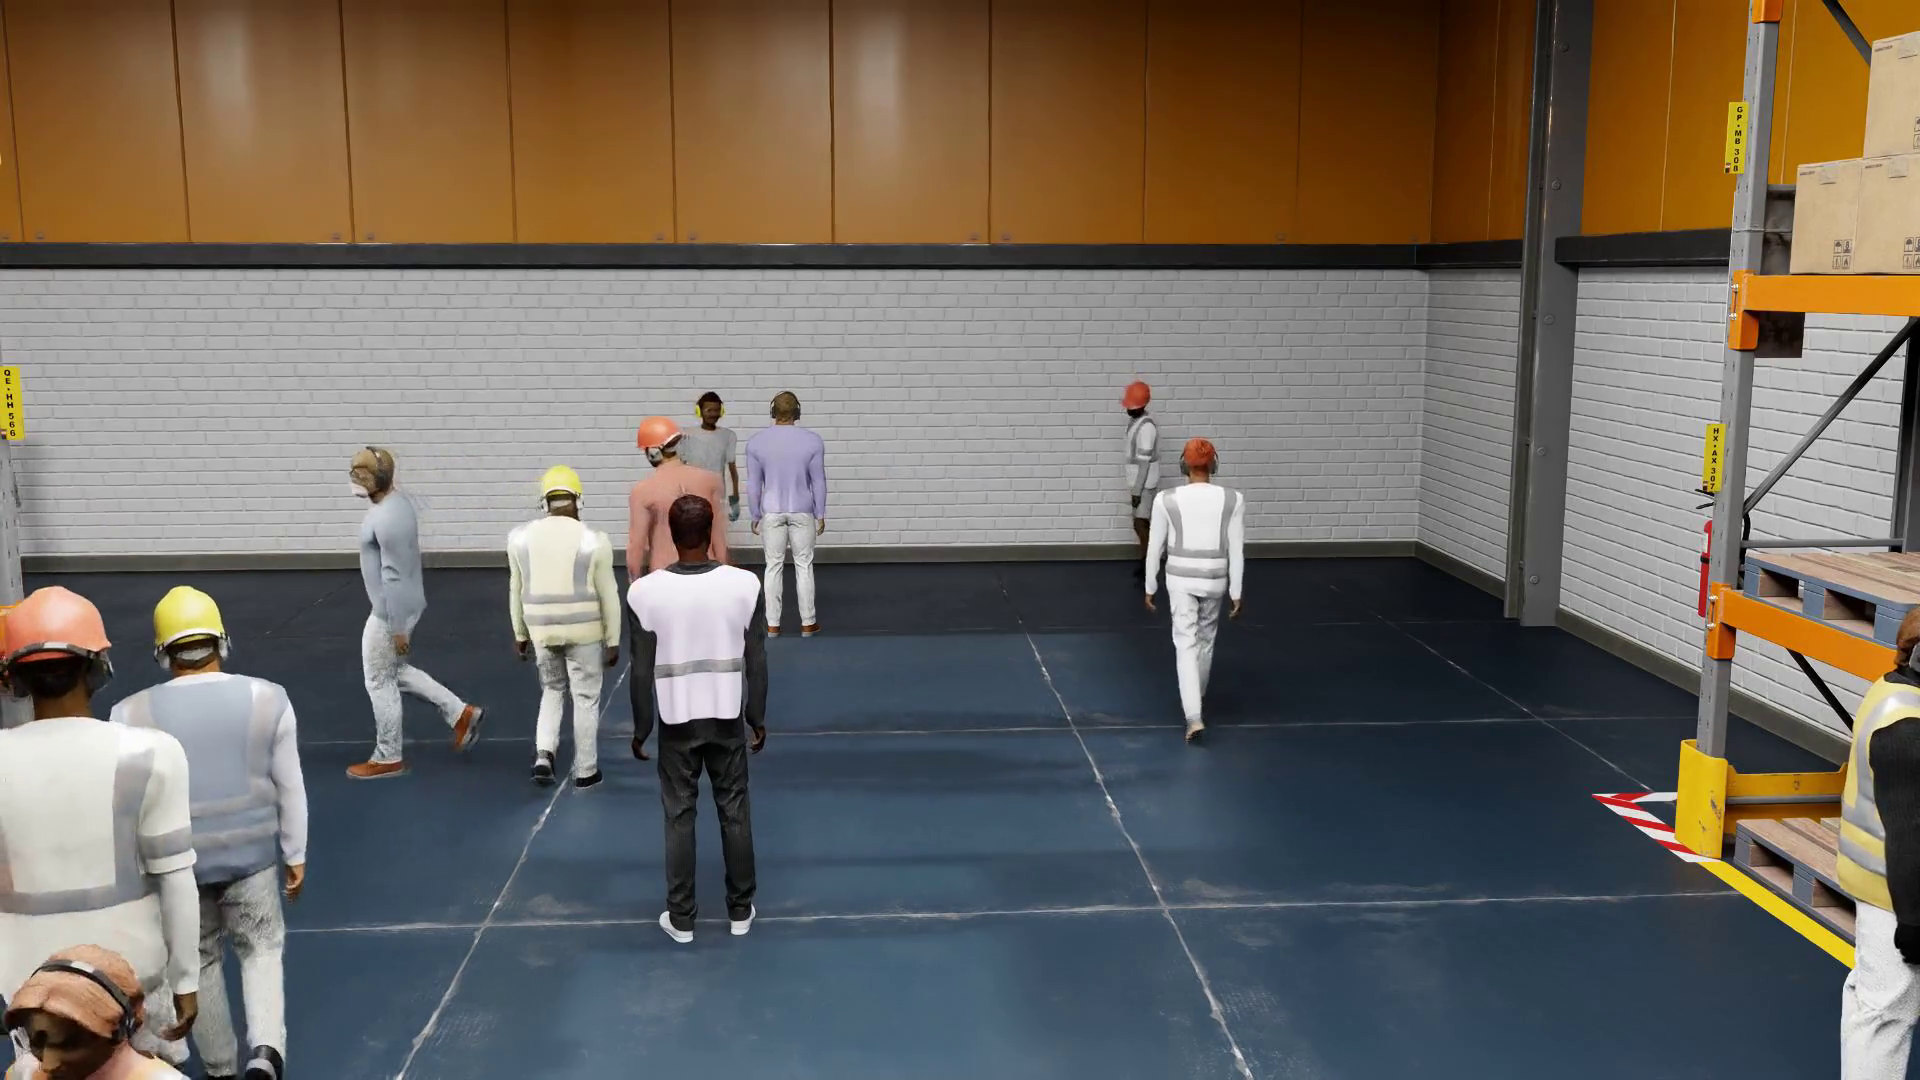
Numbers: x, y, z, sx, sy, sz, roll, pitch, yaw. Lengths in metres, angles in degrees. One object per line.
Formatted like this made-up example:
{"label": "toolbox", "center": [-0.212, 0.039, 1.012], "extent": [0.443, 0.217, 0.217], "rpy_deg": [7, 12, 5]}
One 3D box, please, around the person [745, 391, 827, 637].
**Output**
{"label": "person", "center": [-1.352, -0.197, 13.020], "extent": [0.628, 1.940, 0.373], "rpy_deg": [0, 9, 0]}

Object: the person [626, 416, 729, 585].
{"label": "person", "center": [-1.772, 0.208, 10.375], "extent": [0.646, 1.966, 0.510], "rpy_deg": [-7, 11, -38]}

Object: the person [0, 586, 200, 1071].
{"label": "person", "center": [-2.333, 1.128, 4.429], "extent": [0.602, 2.025, 0.419], "rpy_deg": [-3, 10, -18]}

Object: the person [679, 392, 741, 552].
{"label": "person", "center": [-2.154, -0.341, 14.178], "extent": [0.565, 1.852, 0.429], "rpy_deg": [-3, 10, -18]}

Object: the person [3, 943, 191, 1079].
{"label": "person", "center": [-1.620, 1.525, 3.299], "extent": [0.529, 1.591, 0.855], "rpy_deg": [5, 10, 29]}

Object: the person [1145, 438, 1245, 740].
{"label": "person", "center": [1.456, 0.287, 10.300], "extent": [0.592, 1.841, 0.982], "rpy_deg": [0, 9, 1]}

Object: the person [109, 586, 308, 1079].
{"label": "person", "center": [-2.477, 1.059, 5.532], "extent": [0.587, 1.810, 0.639], "rpy_deg": [-5, 10, -27]}

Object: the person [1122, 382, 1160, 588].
{"label": "person", "center": [1.627, -0.522, 15.260], "extent": [0.377, 1.892, 0.715], "rpy_deg": [0, 9, -3]}

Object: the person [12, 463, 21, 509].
{"label": "person", "center": [-8.756, -0.384, 15.160], "extent": [0.348, 1.617, 0.529], "rpy_deg": [0, 9, -2]}

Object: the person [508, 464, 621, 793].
{"label": "person", "center": [-2.138, 0.495, 9.063], "extent": [0.619, 1.811, 0.434], "rpy_deg": [1, 9, 7]}

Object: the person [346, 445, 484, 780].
{"label": "person", "center": [-3.094, 0.409, 9.295], "extent": [0.670, 1.914, 0.660], "rpy_deg": [-2, 9, -15]}

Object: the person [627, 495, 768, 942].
{"label": "person", "center": [-1.106, 0.763, 7.073], "extent": [0.588, 1.913, 0.391], "rpy_deg": [-3, 9, -16]}

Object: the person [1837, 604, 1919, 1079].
{"label": "person", "center": [2.974, 1.099, 5.199], "extent": [0.430, 1.839, 0.619], "rpy_deg": [4, 10, 26]}
